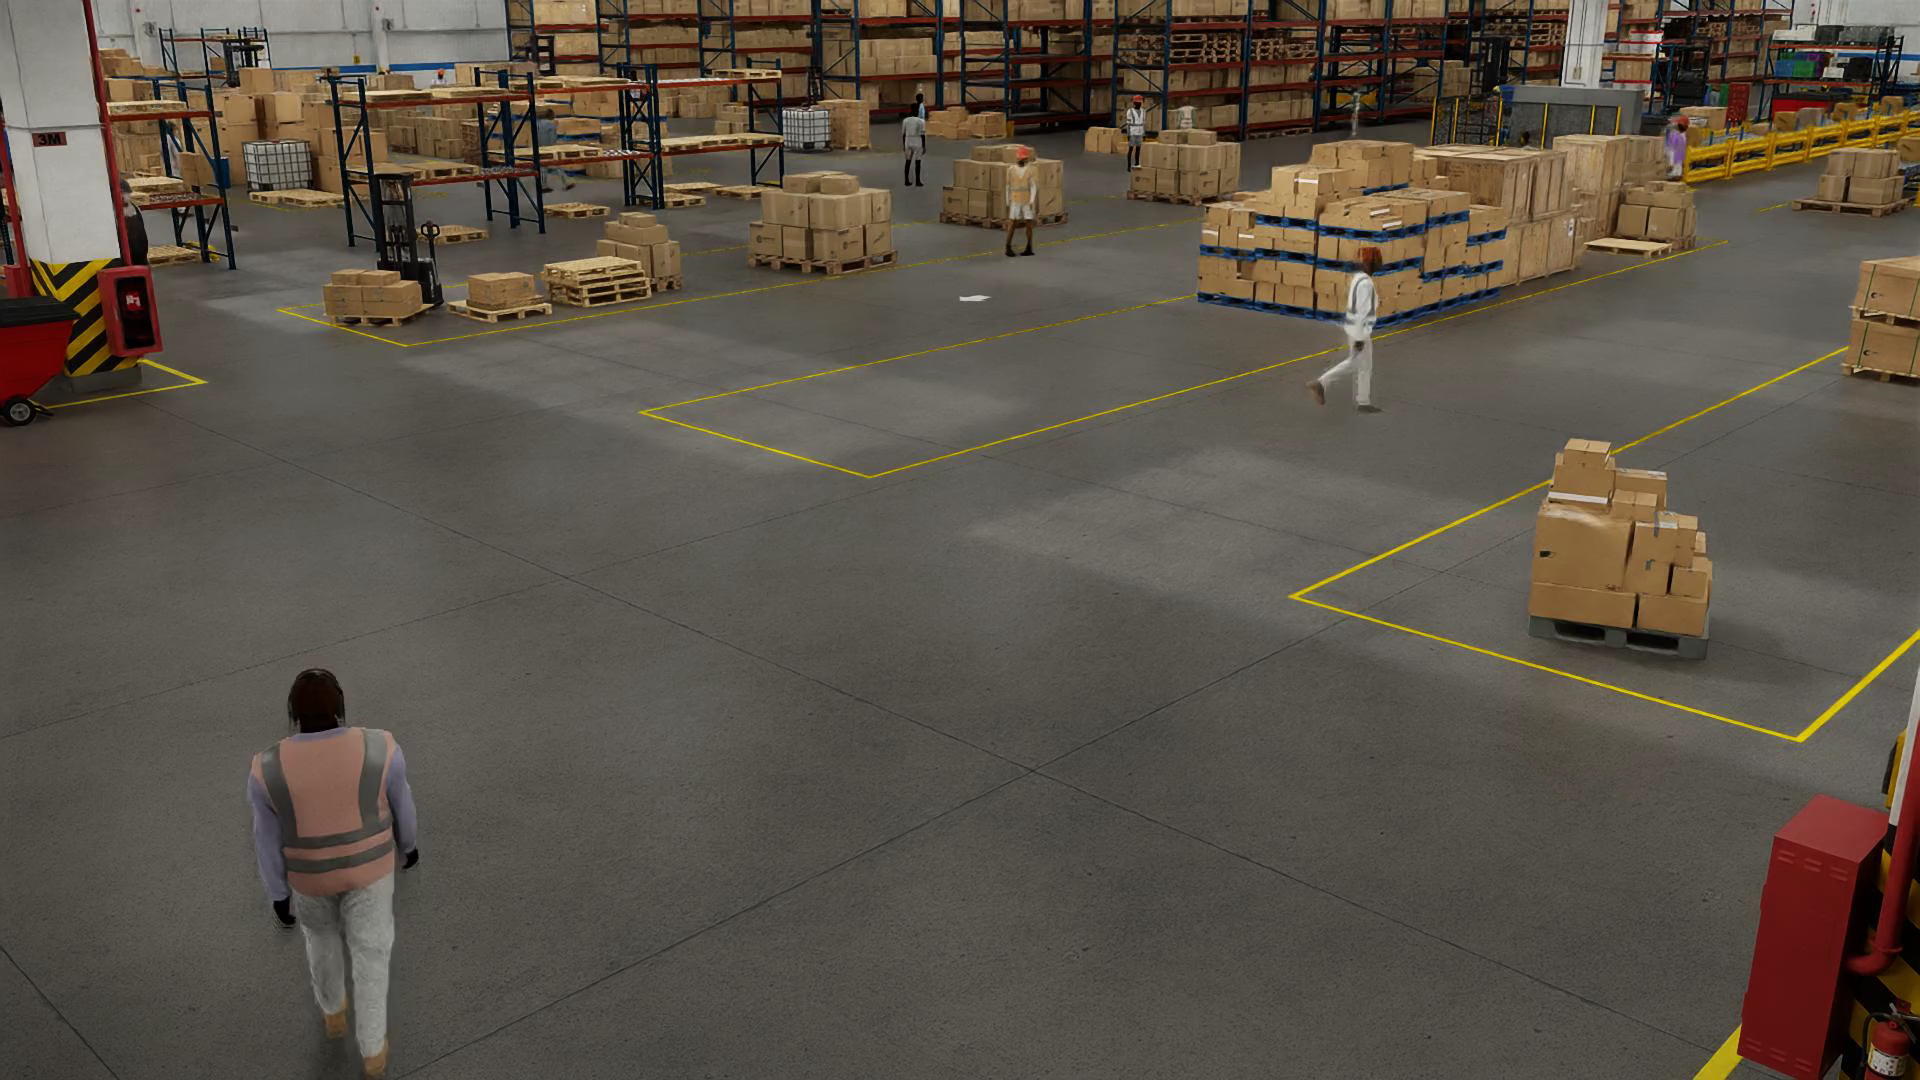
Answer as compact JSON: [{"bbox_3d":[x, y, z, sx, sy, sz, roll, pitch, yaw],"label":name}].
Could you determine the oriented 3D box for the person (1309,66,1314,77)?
[{"bbox_3d":[13.852,-17.890,65.669,0.523,1.592,0.801,-14,23,-36],"label":"person"}]

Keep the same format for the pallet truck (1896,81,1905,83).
[{"bbox_3d":[34.802,-16.331,61.455,0.653,1.274,1.630,17,25,41],"label":"pallet truck"}]

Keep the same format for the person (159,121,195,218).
[{"bbox_3d":[-16.152,-7.613,34.194,0.630,1.936,0.369,13,22,34],"label":"person"}]

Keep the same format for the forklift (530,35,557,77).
[{"bbox_3d":[-15.770,-17.726,63.188,1.873,2.768,1.129,14,23,35],"label":"forklift"}]

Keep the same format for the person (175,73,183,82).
[{"bbox_3d":[-25.442,-14.262,54.287,0.793,1.890,0.647,4,19,11],"label":"person"}]

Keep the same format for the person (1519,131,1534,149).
[{"bbox_3d":[11.231,-7.291,33.430,0.503,1.807,1.011,-15,24,-38],"label":"person"}]

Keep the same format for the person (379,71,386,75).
[{"bbox_3d":[-19.615,-15.034,56.699,0.429,1.845,0.627,7,20,20],"label":"person"}]

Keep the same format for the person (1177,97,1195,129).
[{"bbox_3d":[6.364,-11.647,46.835,0.539,1.618,0.517,-4,19,-13],"label":"person"}]

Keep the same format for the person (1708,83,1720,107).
[{"bbox_3d":[24.159,-13.810,53.340,0.270,1.631,0.507,-3,19,-8],"label":"person"}]

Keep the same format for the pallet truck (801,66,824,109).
[{"bbox_3d":[-4.812,-15.182,56.903,0.823,1.965,1.885,-9,21,-26],"label":"pallet truck"}]

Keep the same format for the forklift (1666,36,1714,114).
[{"bbox_3d":[27.341,-17.291,61.877,1.129,2.768,1.873,17,25,41],"label":"forklift"}]

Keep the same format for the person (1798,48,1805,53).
[{"bbox_3d":[42.274,-23.966,83.505,0.627,1.920,0.669,-14,23,-37],"label":"person"}]

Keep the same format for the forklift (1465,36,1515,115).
[{"bbox_3d":[19.973,-17.201,61.605,1.873,2.768,1.129,16,24,40],"label":"forklift"}]

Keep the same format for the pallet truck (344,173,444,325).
[{"bbox_3d":[-8.209,-4.181,23.757,0.823,1.965,1.885,3,19,9],"label":"pallet truck"}]

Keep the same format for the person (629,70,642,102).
[{"bbox_3d":[-10.978,-14.854,56.053,0.593,1.911,0.383,-15,23,-38],"label":"person"}]

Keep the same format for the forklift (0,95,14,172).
[{"bbox_3d":[-24.286,-10.810,42.349,1.129,2.768,1.873,17,25,41],"label":"forklift"}]

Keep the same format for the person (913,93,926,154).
[{"bbox_3d":[-1.167,-11.848,47.341,0.322,1.689,0.530,8,20,23],"label":"person"}]

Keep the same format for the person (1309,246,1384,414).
[{"bbox_3d":[4.325,-2.312,18.352,0.743,1.865,0.588,2,18,7],"label":"person"}]

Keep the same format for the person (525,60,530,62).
[{"bbox_3d":[-16.115,-16.990,62.419,0.948,1.961,0.626,12,22,32],"label":"person"}]

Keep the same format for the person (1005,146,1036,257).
[{"bbox_3d":[1.057,-5.945,29.201,0.544,1.919,0.434,2,18,5],"label":"person"}]

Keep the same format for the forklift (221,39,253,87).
[{"bbox_3d":[-25.471,-16.298,58.885,1.873,2.768,1.129,17,25,41],"label":"forklift"}]

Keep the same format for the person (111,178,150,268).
[{"bbox_3d":[-11.767,-4.102,23.451,0.704,2.000,0.692,7,20,21],"label":"person"}]

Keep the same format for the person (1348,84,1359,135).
[{"bbox_3d":[12.641,-13.820,53.405,0.402,1.605,0.620,2,18,6],"label":"person"}]

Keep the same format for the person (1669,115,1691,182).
[{"bbox_3d":[15.554,-8.268,36.202,0.664,1.918,0.553,15,24,38],"label":"person"}]

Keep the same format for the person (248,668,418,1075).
[{"bbox_3d":[-2.692,1.386,7.277,0.633,1.815,0.788,-5,19,-15],"label":"person"}]

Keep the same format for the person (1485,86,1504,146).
[{"bbox_3d":[15.858,-12.581,49.428,0.528,1.767,0.330,8,20,24],"label":"person"}]

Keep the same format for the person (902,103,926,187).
[{"bbox_3d":[-1.088,-9.359,39.440,0.606,1.950,0.386,9,21,26],"label":"person"}]

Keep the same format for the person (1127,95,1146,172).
[{"bbox_3d":[4.532,-10.435,42.691,0.543,1.939,0.361,-9,20,-26],"label":"person"}]

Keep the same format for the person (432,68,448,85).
[{"bbox_3d":[-18.026,-15.414,57.770,0.549,1.899,0.967,-10,21,-27],"label":"person"}]

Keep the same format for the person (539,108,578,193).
[{"bbox_3d":[-9.360,-8.985,38.388,0.661,1.893,0.976,17,25,41],"label":"person"}]
